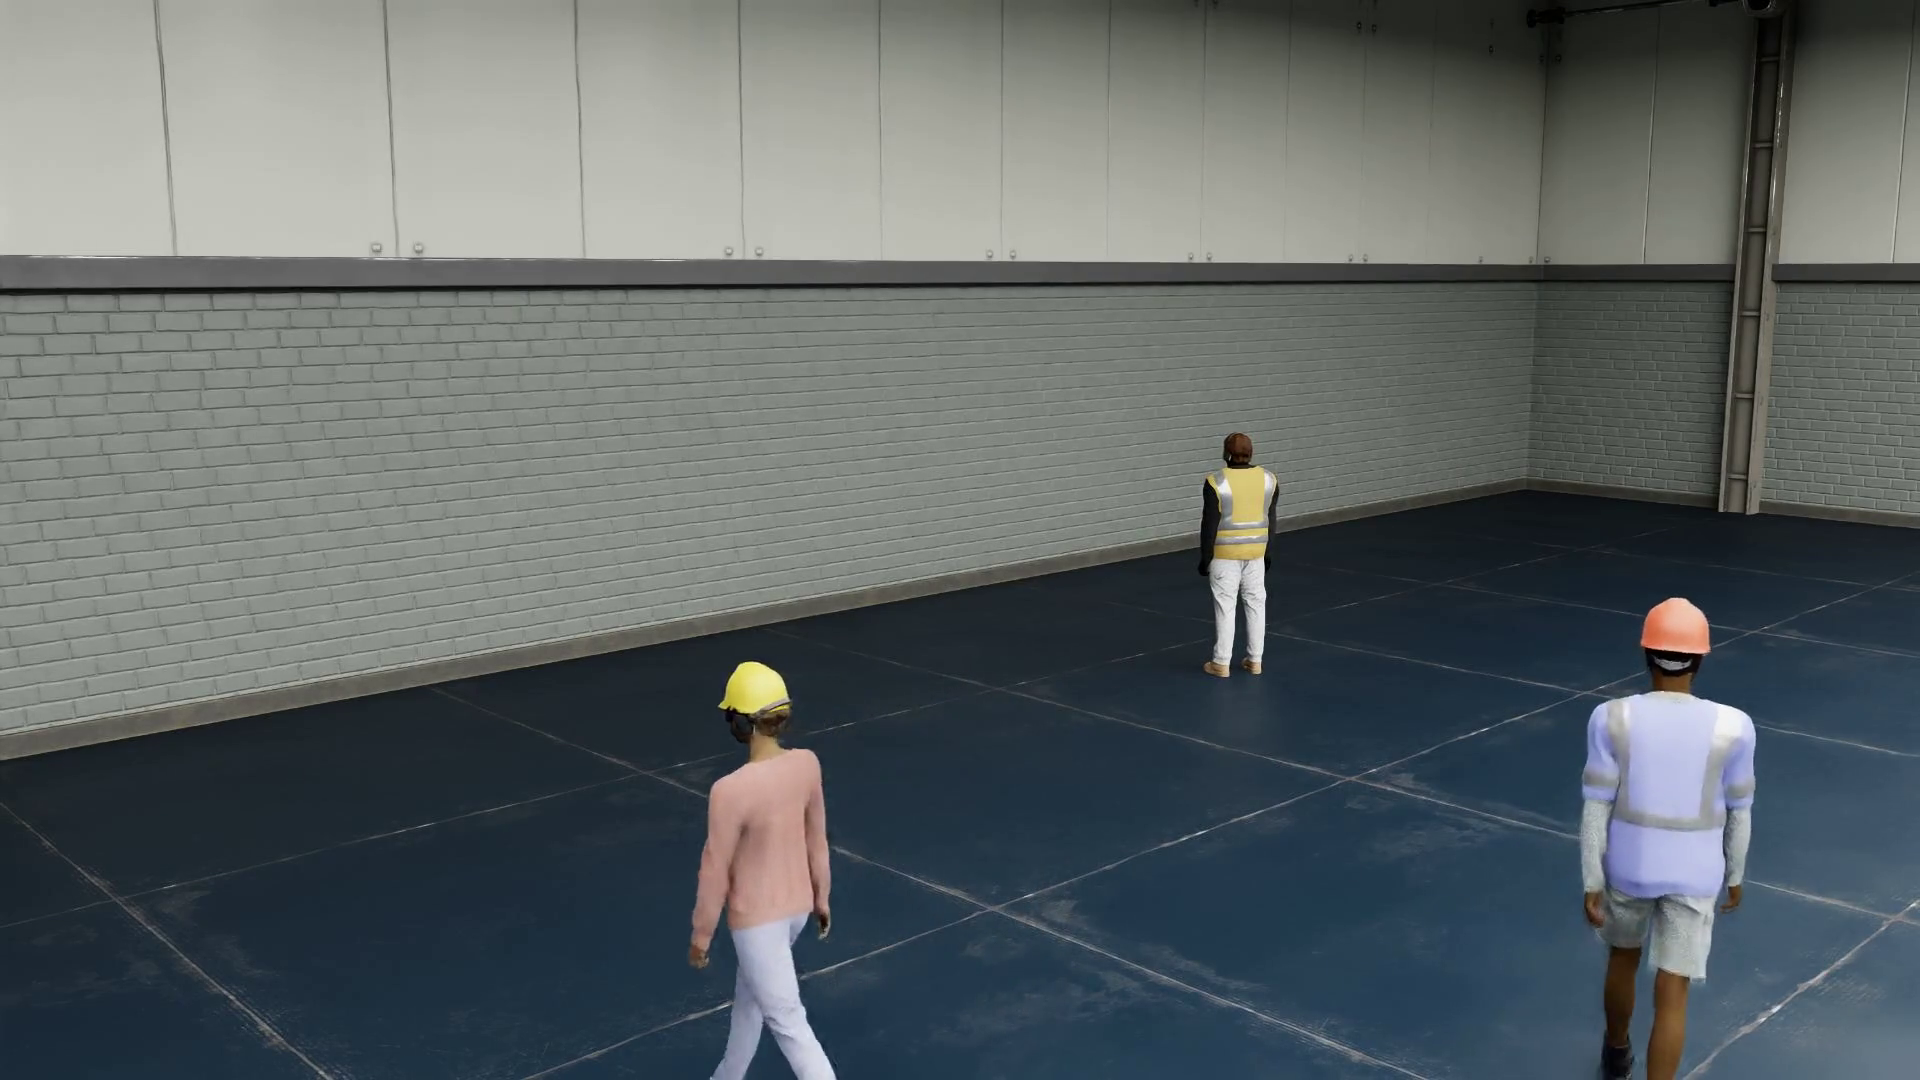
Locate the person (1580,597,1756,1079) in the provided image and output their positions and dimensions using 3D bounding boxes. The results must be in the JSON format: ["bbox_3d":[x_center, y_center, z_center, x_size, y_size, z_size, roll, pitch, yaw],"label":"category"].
[{"bbox_3d":[2.497,1.141,5.909,0.548,1.895,0.910,4,10,25],"label":"person"}]

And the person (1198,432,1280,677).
[{"bbox_3d":[2.072,0.110,12.504,0.621,1.845,0.429,-3,10,-18],"label":"person"}]

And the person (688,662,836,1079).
[{"bbox_3d":[-0.654,1.269,5.687,0.897,1.722,0.536,6,11,32],"label":"person"}]
